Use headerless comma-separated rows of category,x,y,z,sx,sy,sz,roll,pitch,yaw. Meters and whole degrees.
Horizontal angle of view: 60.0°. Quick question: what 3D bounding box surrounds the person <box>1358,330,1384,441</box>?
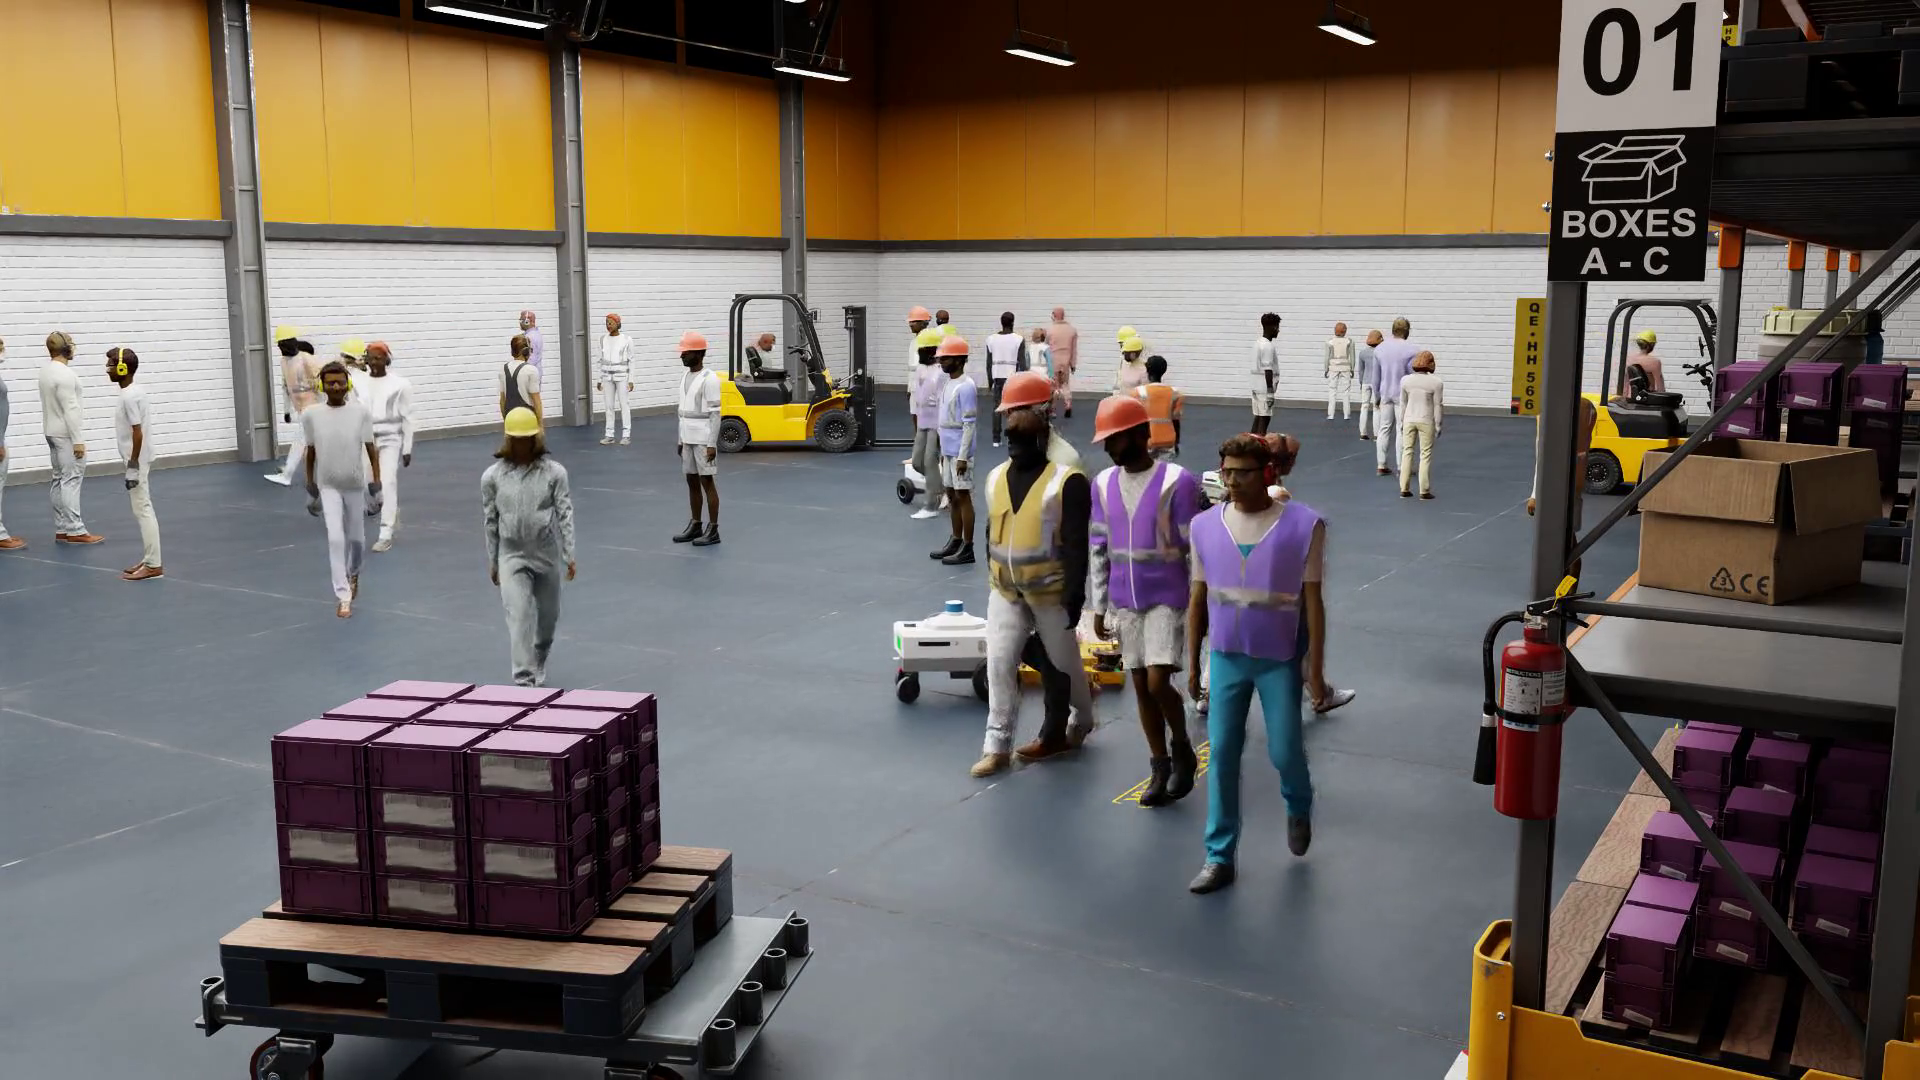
person,6.082,-2.270,24.448,0.280,1.636,0.500,-9,12,-43

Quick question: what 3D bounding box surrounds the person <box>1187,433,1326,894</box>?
person,1.198,0.478,6.688,0.616,1.827,0.663,5,10,29

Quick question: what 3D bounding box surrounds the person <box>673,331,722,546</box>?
person,-2.391,-0.915,15.051,0.356,1.936,0.551,-9,13,-43

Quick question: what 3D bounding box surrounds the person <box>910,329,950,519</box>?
person,-0.255,-1.166,16.699,0.548,1.911,0.589,-6,11,-33

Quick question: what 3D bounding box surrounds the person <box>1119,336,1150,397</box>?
person,1.991,-1.437,18.899,0.418,1.754,0.526,-6,11,-32

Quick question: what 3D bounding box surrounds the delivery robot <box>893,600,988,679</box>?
delivery robot,-0.034,0.594,9.646,0.707,0.478,0.477,-1,9,-3

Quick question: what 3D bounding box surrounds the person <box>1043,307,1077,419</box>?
person,1.632,-2.979,28.062,0.671,1.896,0.437,-4,10,-24

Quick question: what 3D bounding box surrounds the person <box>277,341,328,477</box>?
person,-7.866,-1.575,20.052,0.590,1.639,0.831,6,11,34

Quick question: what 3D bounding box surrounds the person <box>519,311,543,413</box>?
person,-6.360,-2.425,24.573,0.410,1.909,0.643,-1,9,-8

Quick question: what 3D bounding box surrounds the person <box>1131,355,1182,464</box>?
person,1.852,-0.918,15.870,0.544,1.681,0.366,-3,10,-20

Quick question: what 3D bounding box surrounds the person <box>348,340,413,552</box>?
person,-5.160,-0.852,14.856,0.598,1.871,0.645,1,9,5

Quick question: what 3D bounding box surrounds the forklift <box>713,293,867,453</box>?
forklift,-2.458,-2.344,23.176,2.313,2.155,1.214,0,9,-2

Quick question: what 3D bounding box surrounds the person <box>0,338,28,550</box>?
person,-8.609,-0.873,14.799,0.376,1.936,0.627,-6,11,-34

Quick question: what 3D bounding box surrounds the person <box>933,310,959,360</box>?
person,-0.292,-2.993,28.321,0.429,1.841,0.633,7,12,39

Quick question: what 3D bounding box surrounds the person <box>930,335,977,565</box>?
person,-0.046,-0.761,14.094,0.359,1.938,0.545,-3,10,-19

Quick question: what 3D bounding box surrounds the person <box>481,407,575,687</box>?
person,-2.469,0.081,9.539,0.497,1.714,0.798,-3,10,-18

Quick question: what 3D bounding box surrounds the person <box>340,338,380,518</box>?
person,-5.980,-1.095,16.537,0.619,1.818,0.421,8,12,39

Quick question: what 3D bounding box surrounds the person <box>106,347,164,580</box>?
person,-6.638,-0.610,13.359,0.323,1.870,0.518,-3,10,-21

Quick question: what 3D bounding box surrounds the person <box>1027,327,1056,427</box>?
person,1.206,-2.560,26.337,0.756,1.610,0.522,-6,11,-35

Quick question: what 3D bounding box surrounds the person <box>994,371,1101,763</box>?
person,0.450,0.129,8.426,0.560,1.971,0.688,-5,10,-28

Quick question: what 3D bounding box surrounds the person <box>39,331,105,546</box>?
person,-8.082,-0.916,15.058,0.630,1.940,0.372,9,13,44

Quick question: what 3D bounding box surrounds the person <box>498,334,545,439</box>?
person,-4.451,-1.174,16.964,0.505,1.844,0.346,4,10,25

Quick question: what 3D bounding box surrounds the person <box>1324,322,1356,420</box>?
person,6.362,-2.823,27.883,0.514,1.642,0.310,2,9,11

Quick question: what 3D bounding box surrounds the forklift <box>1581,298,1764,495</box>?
forklift,7.954,-1.589,18.462,2.313,2.155,1.214,5,11,30

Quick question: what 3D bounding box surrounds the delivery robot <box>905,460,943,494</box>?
delivery robot,-0.275,-0.686,17.631,0.477,0.478,0.707,-7,11,-35

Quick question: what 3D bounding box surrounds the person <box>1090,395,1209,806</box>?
person,0.838,0.283,7.673,0.578,1.905,0.405,6,11,35

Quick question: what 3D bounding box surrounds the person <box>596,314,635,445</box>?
person,-4.954,-2.305,23.897,0.584,1.882,0.346,2,9,14

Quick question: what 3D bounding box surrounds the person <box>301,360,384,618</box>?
person,-4.507,-0.398,12.160,0.526,1.846,0.855,-4,10,-22

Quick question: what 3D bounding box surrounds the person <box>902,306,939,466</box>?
person,-0.508,-1.923,21.017,0.376,2.042,0.615,-6,11,-31

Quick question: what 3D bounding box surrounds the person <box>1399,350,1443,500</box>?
person,5.017,-1.251,18.127,0.494,1.624,0.279,7,11,36

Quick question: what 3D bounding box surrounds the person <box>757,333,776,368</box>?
person,-2.940,-2.229,24.320,0.585,1.605,0.509,-2,9,-14

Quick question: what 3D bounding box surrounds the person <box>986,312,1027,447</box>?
person,0.654,-2.265,23.590,0.619,1.919,0.415,4,10,23

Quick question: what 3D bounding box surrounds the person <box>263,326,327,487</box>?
person,-7.598,-1.548,19.251,0.648,1.851,1.021,8,12,40

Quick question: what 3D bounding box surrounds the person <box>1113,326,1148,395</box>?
person,2.045,-1.661,20.072,0.403,1.822,0.586,4,10,25

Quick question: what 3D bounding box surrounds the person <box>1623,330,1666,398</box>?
person,8.622,-1.750,20.855,0.534,1.753,0.535,-4,10,-22

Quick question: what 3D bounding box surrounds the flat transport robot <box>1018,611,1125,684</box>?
flat transport robot,0.704,0.645,10.501,0.652,0.197,1.431,1,9,4

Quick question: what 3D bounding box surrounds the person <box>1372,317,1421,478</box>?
person,5.278,-1.723,20.094,0.352,1.937,0.635,-9,13,-44

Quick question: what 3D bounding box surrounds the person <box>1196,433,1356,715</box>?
person,1.720,0.197,9.203,0.904,1.582,0.521,-3,10,-19

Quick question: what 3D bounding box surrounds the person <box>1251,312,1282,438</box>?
person,3.898,-1.919,21.233,0.363,1.962,0.612,-1,9,-4

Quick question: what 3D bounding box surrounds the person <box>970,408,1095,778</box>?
person,0.401,0.236,8.330,0.632,1.810,0.894,6,11,32

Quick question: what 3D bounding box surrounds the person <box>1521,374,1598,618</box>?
person,4.191,-0.376,11.673,0.545,1.943,0.347,-7,11,-35

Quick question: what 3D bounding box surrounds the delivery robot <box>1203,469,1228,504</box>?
delivery robot,2.854,-0.609,17.154,0.707,0.478,0.477,-6,11,-32
